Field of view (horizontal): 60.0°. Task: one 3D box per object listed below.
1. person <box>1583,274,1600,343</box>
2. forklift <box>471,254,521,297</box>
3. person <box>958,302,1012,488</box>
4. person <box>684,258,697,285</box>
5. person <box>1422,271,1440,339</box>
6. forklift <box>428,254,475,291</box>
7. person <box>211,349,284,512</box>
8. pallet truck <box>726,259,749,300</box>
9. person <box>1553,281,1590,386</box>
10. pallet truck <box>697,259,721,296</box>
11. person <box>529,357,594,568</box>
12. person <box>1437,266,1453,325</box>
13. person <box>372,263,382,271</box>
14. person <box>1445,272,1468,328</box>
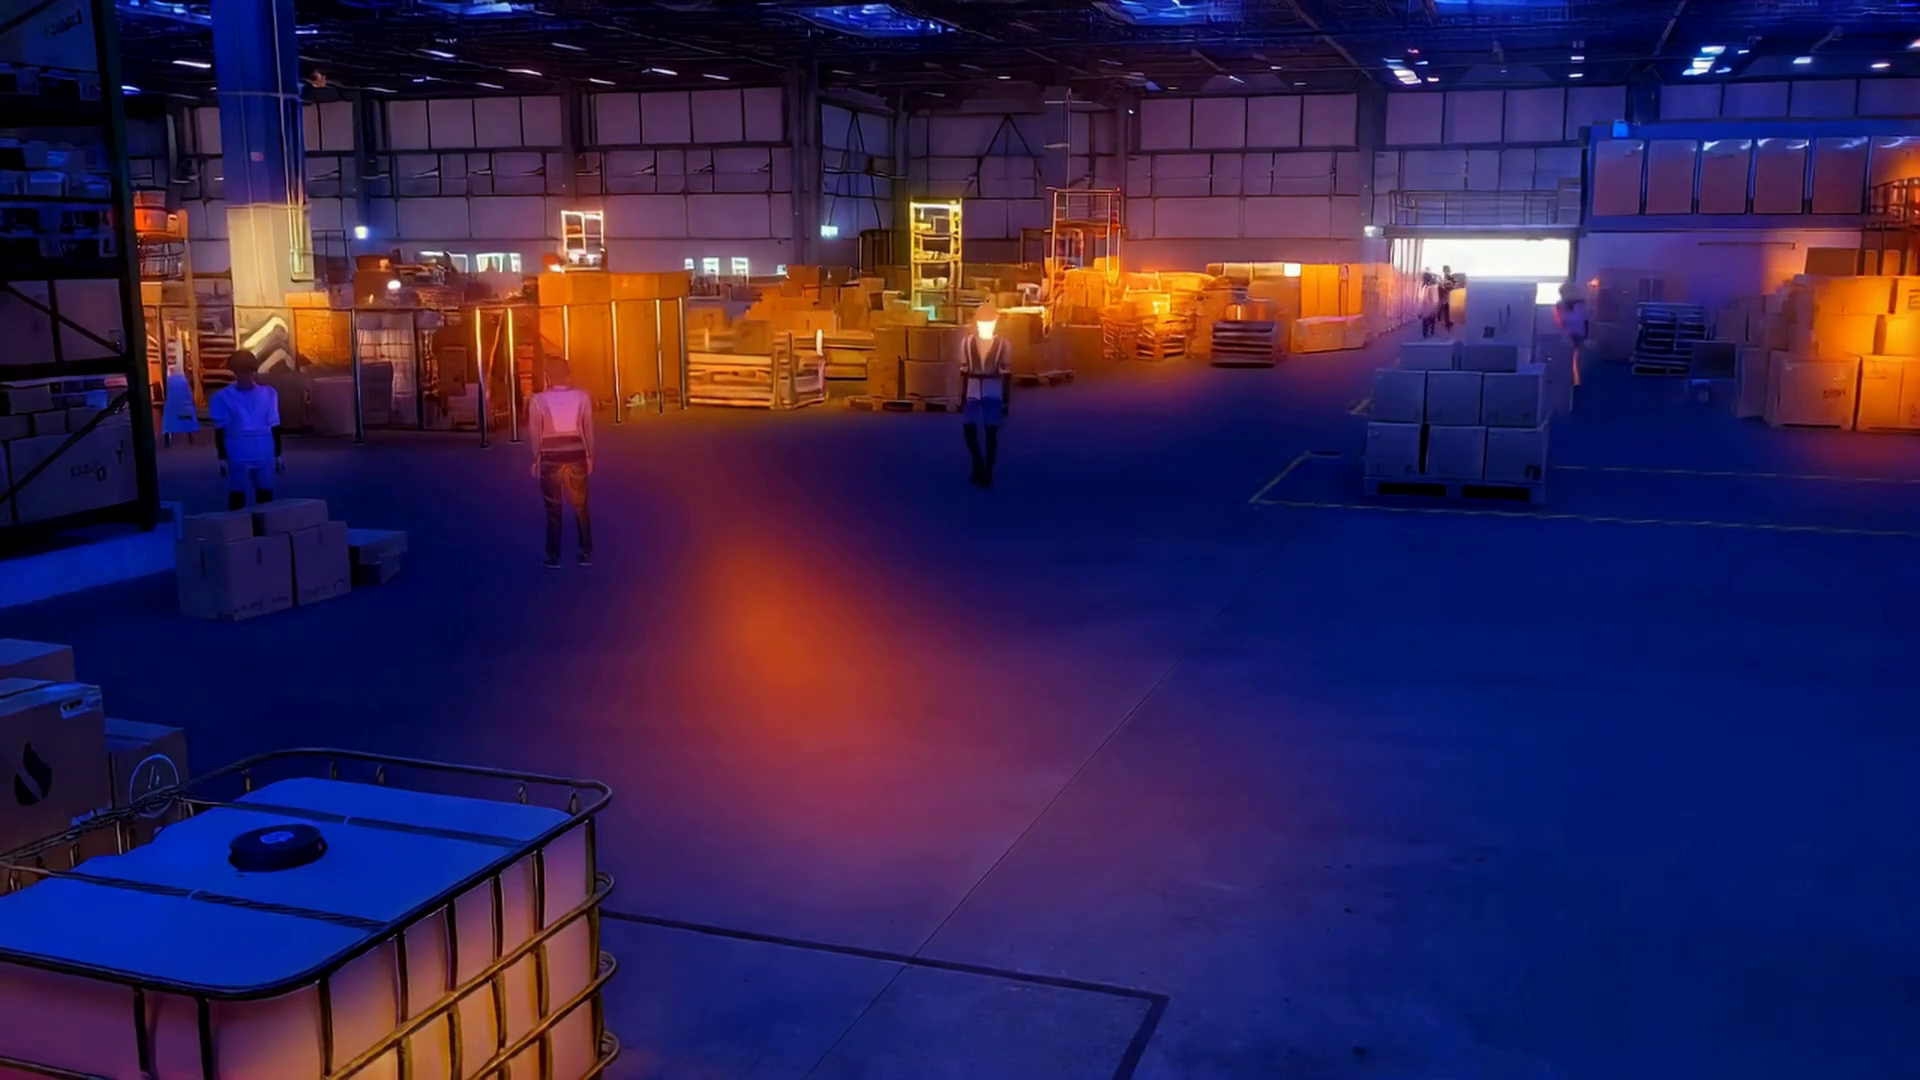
[{"bbox_3d":[16.177,-5.916,42.526,0.310,1.768,0.533,9,13,41],"label":"person"},{"bbox_3d":[-17.990,-10.121,64.684,1.157,1.987,2.680,3,11,17],"label":"forklift"},{"bbox_3d":[0.246,-1.489,17.155,0.578,1.922,0.404,2,10,11],"label":"person"},{"bbox_3d":[-9.345,-8.696,57.440,0.406,2.034,0.608,7,12,33],"label":"person"},{"bbox_3d":[10.811,-5.233,38.295,0.459,1.911,0.616,4,11,22],"label":"person"},{"bbox_3d":[-20.133,-10.254,65.465,1.157,1.987,2.680,3,11,19],"label":"forklift"},{"bbox_3d":[-5.572,-0.645,13.041,0.317,1.696,0.539,10,14,43],"label":"person"},{"bbox_3d":[-7.986,-9.493,62.019,0.823,1.965,1.885,3,11,17],"label":"pallet truck"},{"bbox_3d":[10.786,-3.624,29.374,0.995,1.868,0.611,-9,13,-40],"label":"person"},{"bbox_3d":[-9.165,-9.627,62.776,0.823,1.965,1.885,4,11,23],"label":"pallet truck"},{"bbox_3d":[-3.086,-0.598,12.933,0.513,1.641,0.307,-6,12,-31],"label":"person"},{"bbox_3d":[15.222,-7.681,52.243,0.513,1.845,0.334,8,13,38],"label":"person"},{"bbox_3d":[-20.028,-8.558,57.121,0.669,1.867,0.521,-9,13,-41],"label":"person"},{"bbox_3d":[10.541,-4.720,35.333,0.851,1.941,0.613,-6,12,-29],"label":"person"}]
